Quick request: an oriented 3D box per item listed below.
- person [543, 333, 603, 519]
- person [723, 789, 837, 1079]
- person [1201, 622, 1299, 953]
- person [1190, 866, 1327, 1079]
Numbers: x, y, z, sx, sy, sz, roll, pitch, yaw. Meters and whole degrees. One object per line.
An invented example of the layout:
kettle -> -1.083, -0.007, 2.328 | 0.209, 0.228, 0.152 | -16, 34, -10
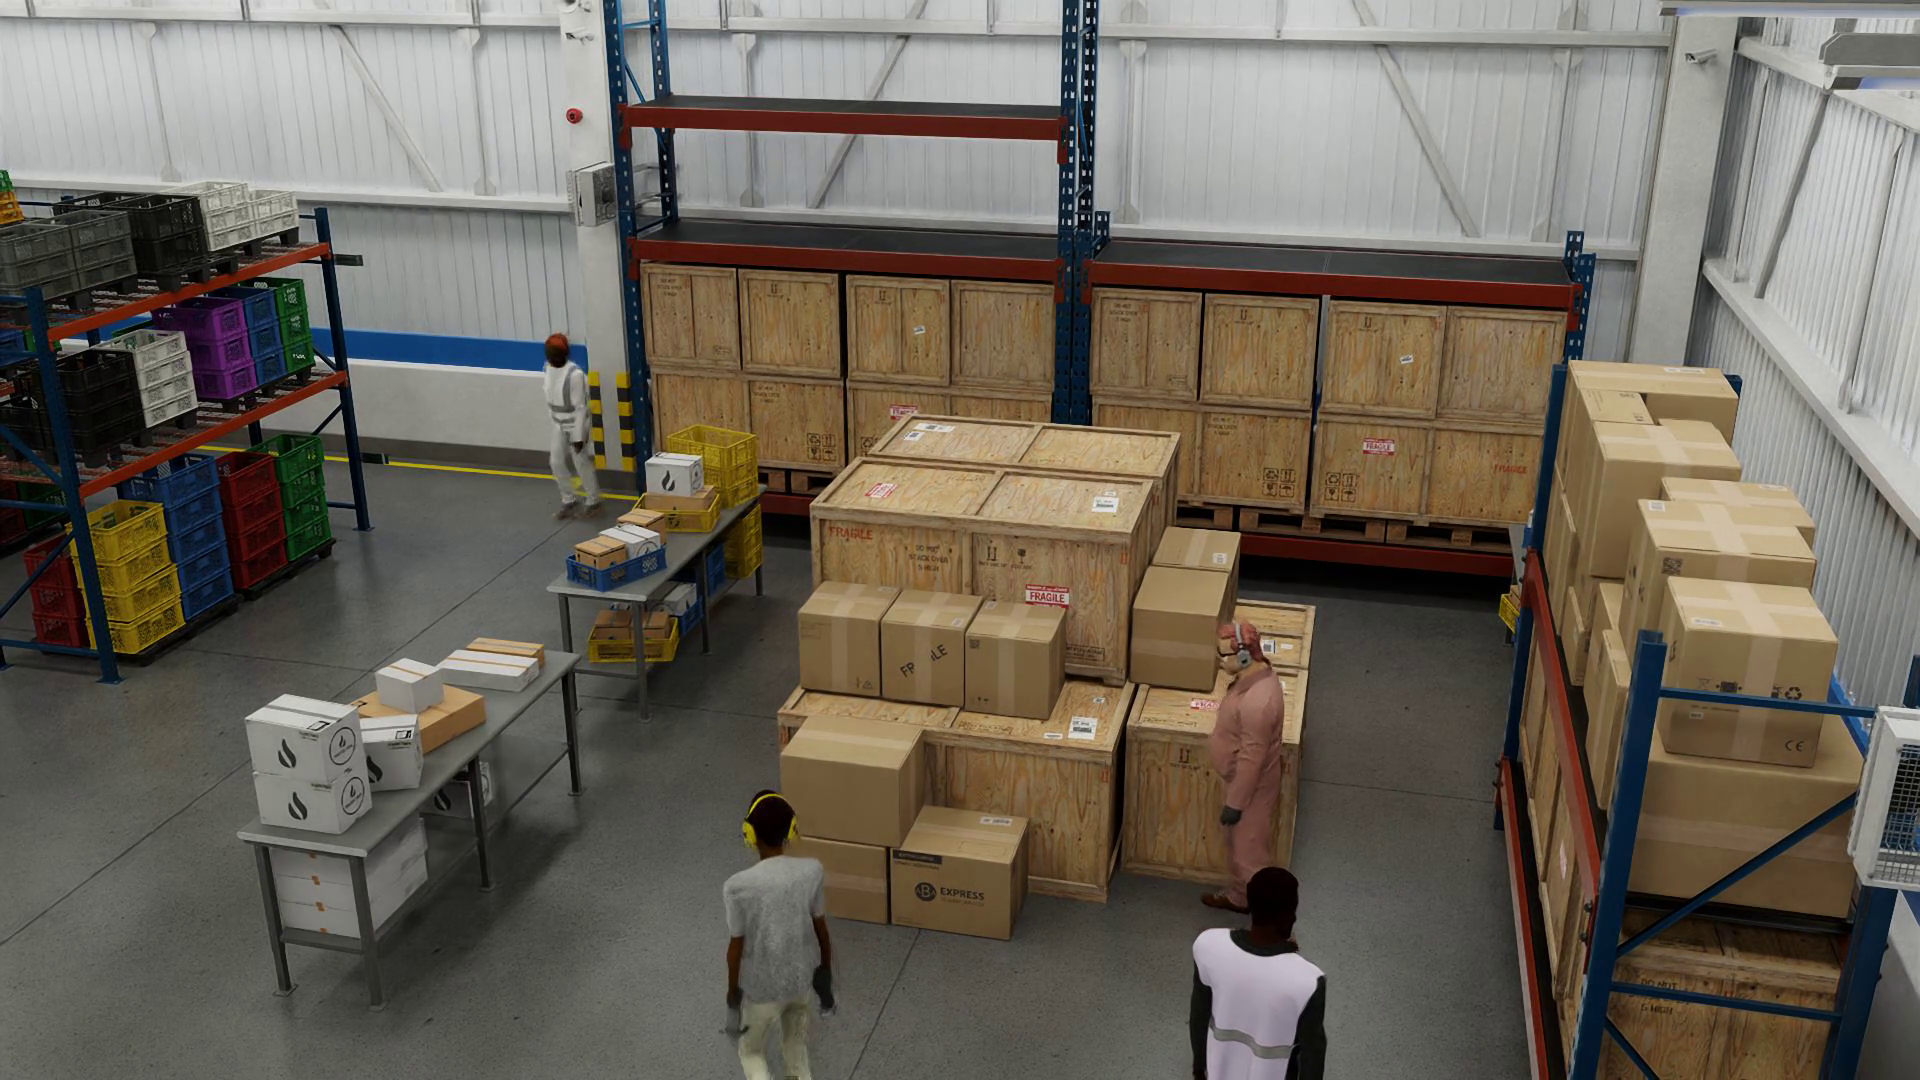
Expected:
person -> -3.630, -1.064, 15.591 | 0.595, 1.846, 0.584 | 16, 26, 36
person -> -0.823, 2.032, 7.519 | 0.548, 1.834, 0.536 | -12, 24, -29
person -> 1.645, 1.368, 9.199 | 0.543, 1.883, 0.840 | 2, 21, 6
person -> 1.218, 2.226, 6.900 | 0.587, 1.915, 0.395 | 15, 25, 34
